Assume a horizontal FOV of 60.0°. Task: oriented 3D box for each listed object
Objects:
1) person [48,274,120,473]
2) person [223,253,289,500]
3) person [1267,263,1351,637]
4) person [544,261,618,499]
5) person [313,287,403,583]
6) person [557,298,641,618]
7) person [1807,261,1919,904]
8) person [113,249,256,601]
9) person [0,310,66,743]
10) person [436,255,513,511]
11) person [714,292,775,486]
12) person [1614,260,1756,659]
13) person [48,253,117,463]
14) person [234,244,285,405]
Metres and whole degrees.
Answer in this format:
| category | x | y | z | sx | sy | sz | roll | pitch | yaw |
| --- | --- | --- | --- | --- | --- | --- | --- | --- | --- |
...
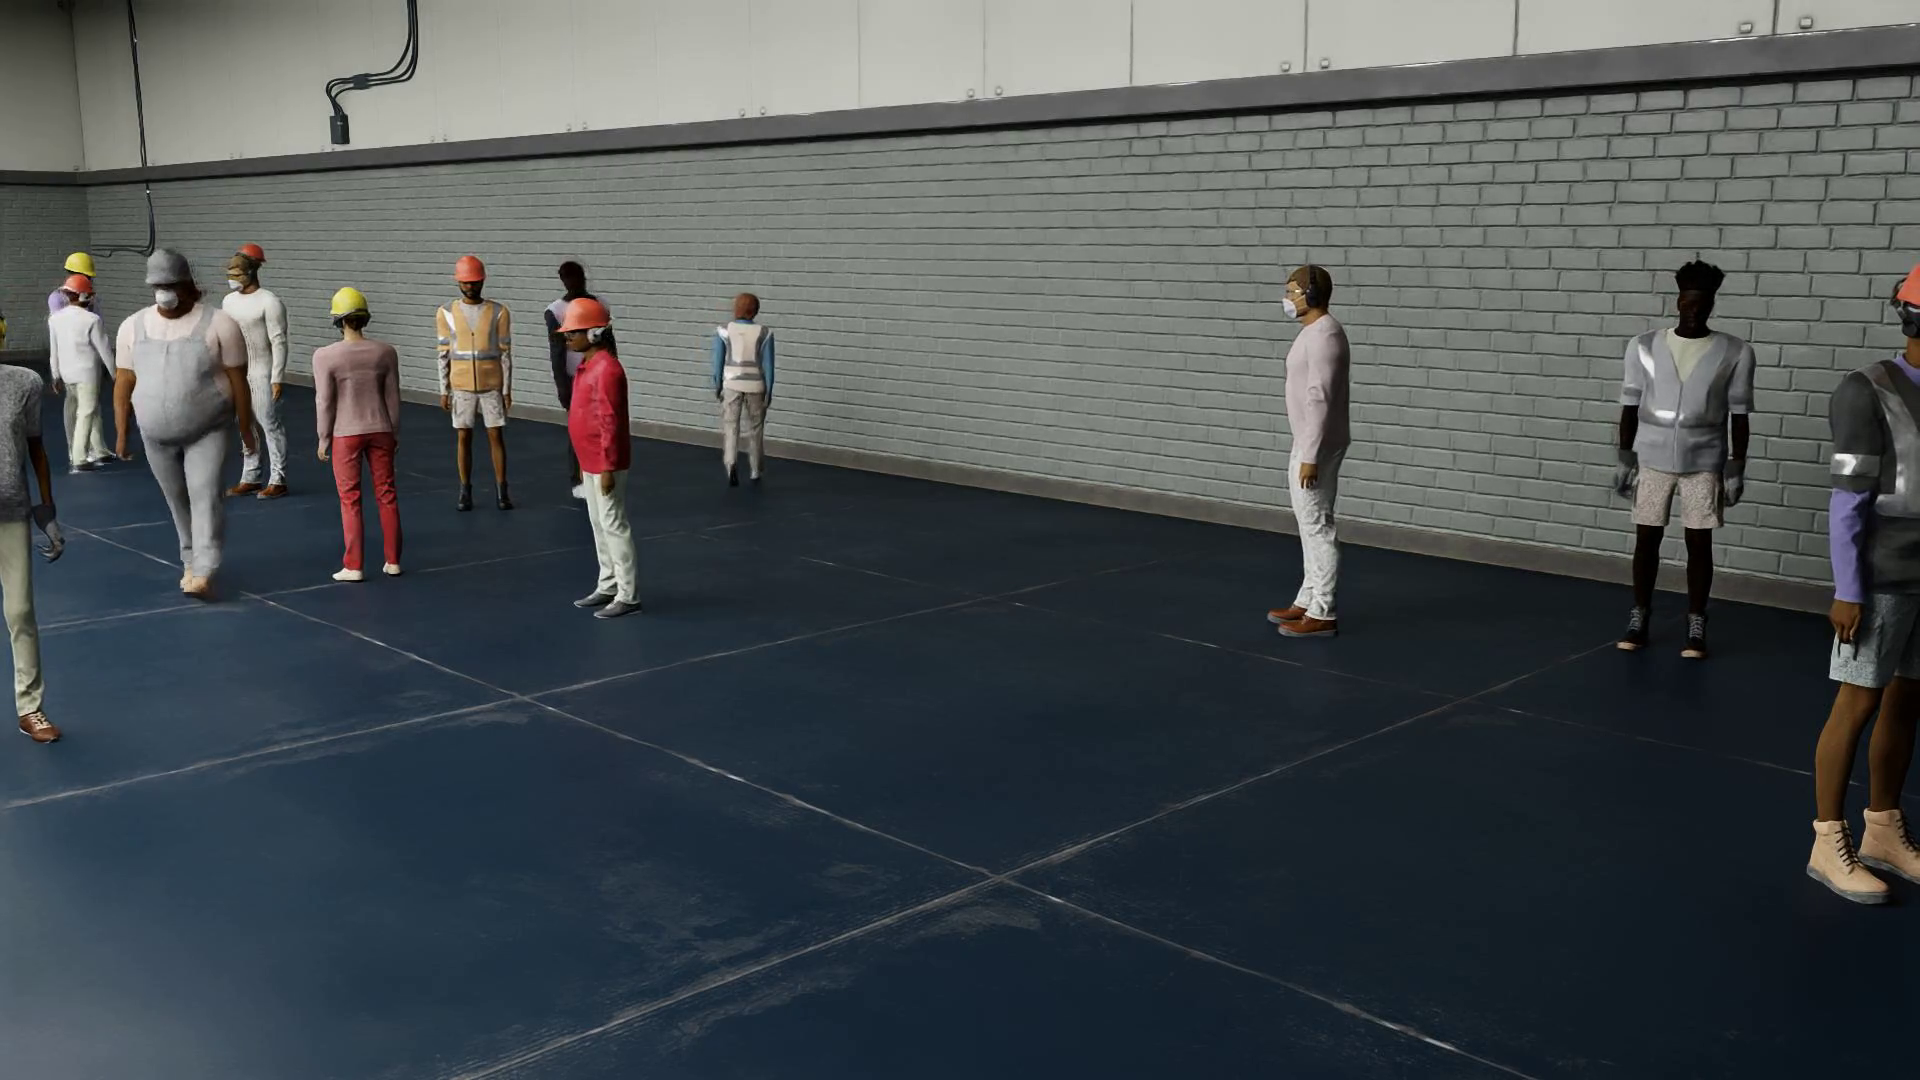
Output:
| category | x | y | z | sx | sy | sz | roll | pitch | yaw |
| --- | --- | --- | --- | --- | --- | --- | --- | --- | --- |
| person | -7.676 | -1.479 | 14.748 | 0.575 | 1.723 | 0.739 | 4 | 11 | 23 |
| person | -5.579 | -1.285 | 13.146 | 0.627 | 1.934 | 0.372 | 5 | 11 | 24 |
| person | 1.838 | -0.463 | 8.676 | 0.383 | 1.933 | 0.633 | 1 | 10 | 6 |
| person | -3.023 | -1.274 | 13.242 | 0.421 | 1.876 | 0.641 | 7 | 12 | 32 |
| person | -3.611 | -0.626 | 10.002 | 0.525 | 1.772 | 0.305 | -10 | 14 | -43 |
| person | -1.996 | -0.449 | 9.116 | 0.362 | 1.742 | 0.558 | -6 | 12 | -28 |
| person | 2.985 | 0.118 | 5.216 | 0.606 | 2.037 | 0.382 | -4 | 11 | -23 |
| person | -4.472 | -0.668 | 9.486 | 0.712 | 2.000 | 0.972 | -1 | 10 | -4 |
| person | -3.914 | -0.070 | 6.716 | 0.520 | 1.864 | 0.333 | -8 | 13 | -38 |
| person | -3.645 | -1.170 | 12.530 | 0.543 | 1.928 | 0.380 | -2 | 11 | -11 |
| person | -1.803 | -1.260 | 13.879 | 0.523 | 1.613 | 0.729 | 0 | 10 | -1 |
| person | 3.564 | -0.392 | 8.220 | 0.604 | 1.959 | 0.374 | 6 | 12 | 30 |
| person | -8.056 | -1.672 | 15.298 | 0.382 | 1.918 | 0.585 | 2 | 11 | 9 |
| person | -8.638 | -2.624 | 20.365 | 0.451 | 1.971 | 0.634 | -8 | 13 | -38 |
